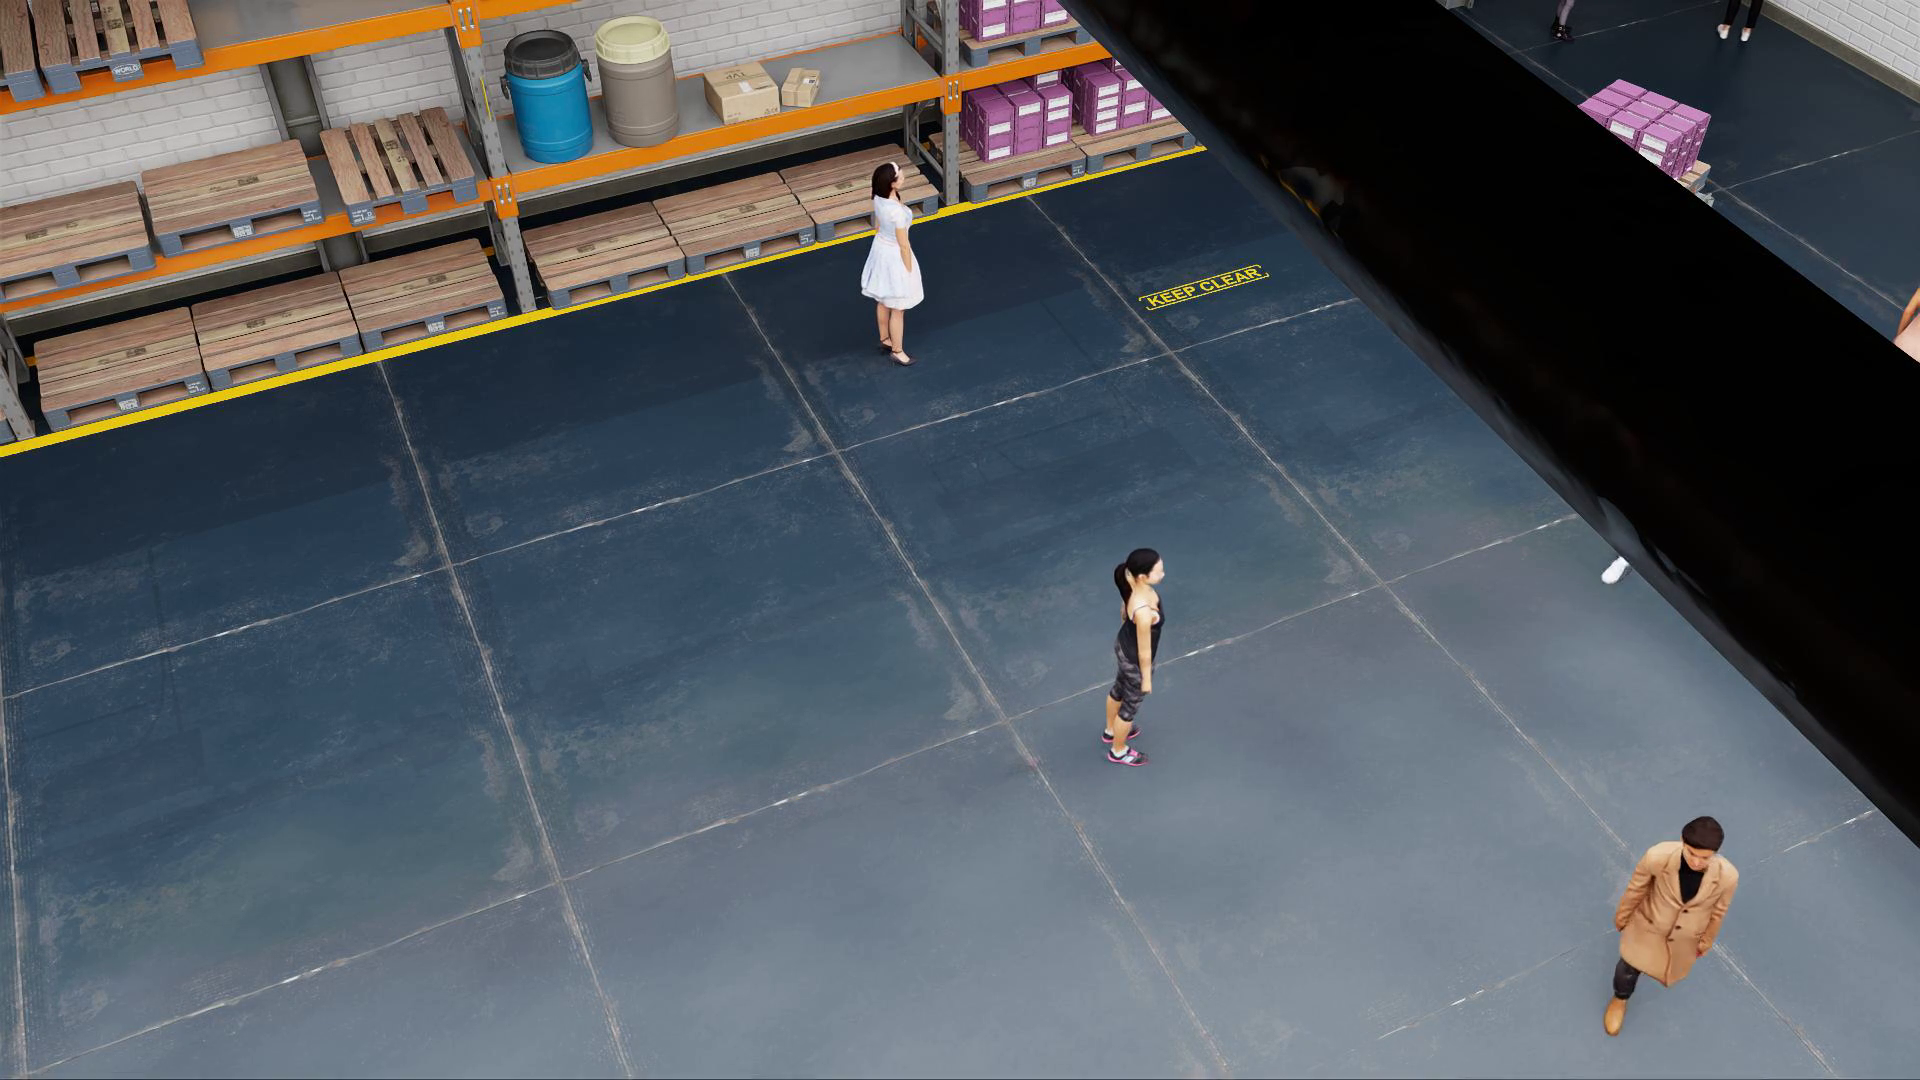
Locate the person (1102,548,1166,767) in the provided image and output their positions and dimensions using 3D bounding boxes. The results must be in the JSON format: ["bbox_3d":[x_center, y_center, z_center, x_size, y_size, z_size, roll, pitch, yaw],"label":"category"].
[{"bbox_3d":[1.060,0.705,10.213,0.620,1.726,0.633,-5,44,-6],"label":"person"}]

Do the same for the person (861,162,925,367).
[{"bbox_3d":[-0.532,-2.178,13.173,0.740,1.818,0.715,-22,48,-22],"label":"person"}]

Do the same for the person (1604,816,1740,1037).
[{"bbox_3d":[3.791,1.979,8.885,0.944,1.713,1.007,15,46,15],"label":"person"}]
